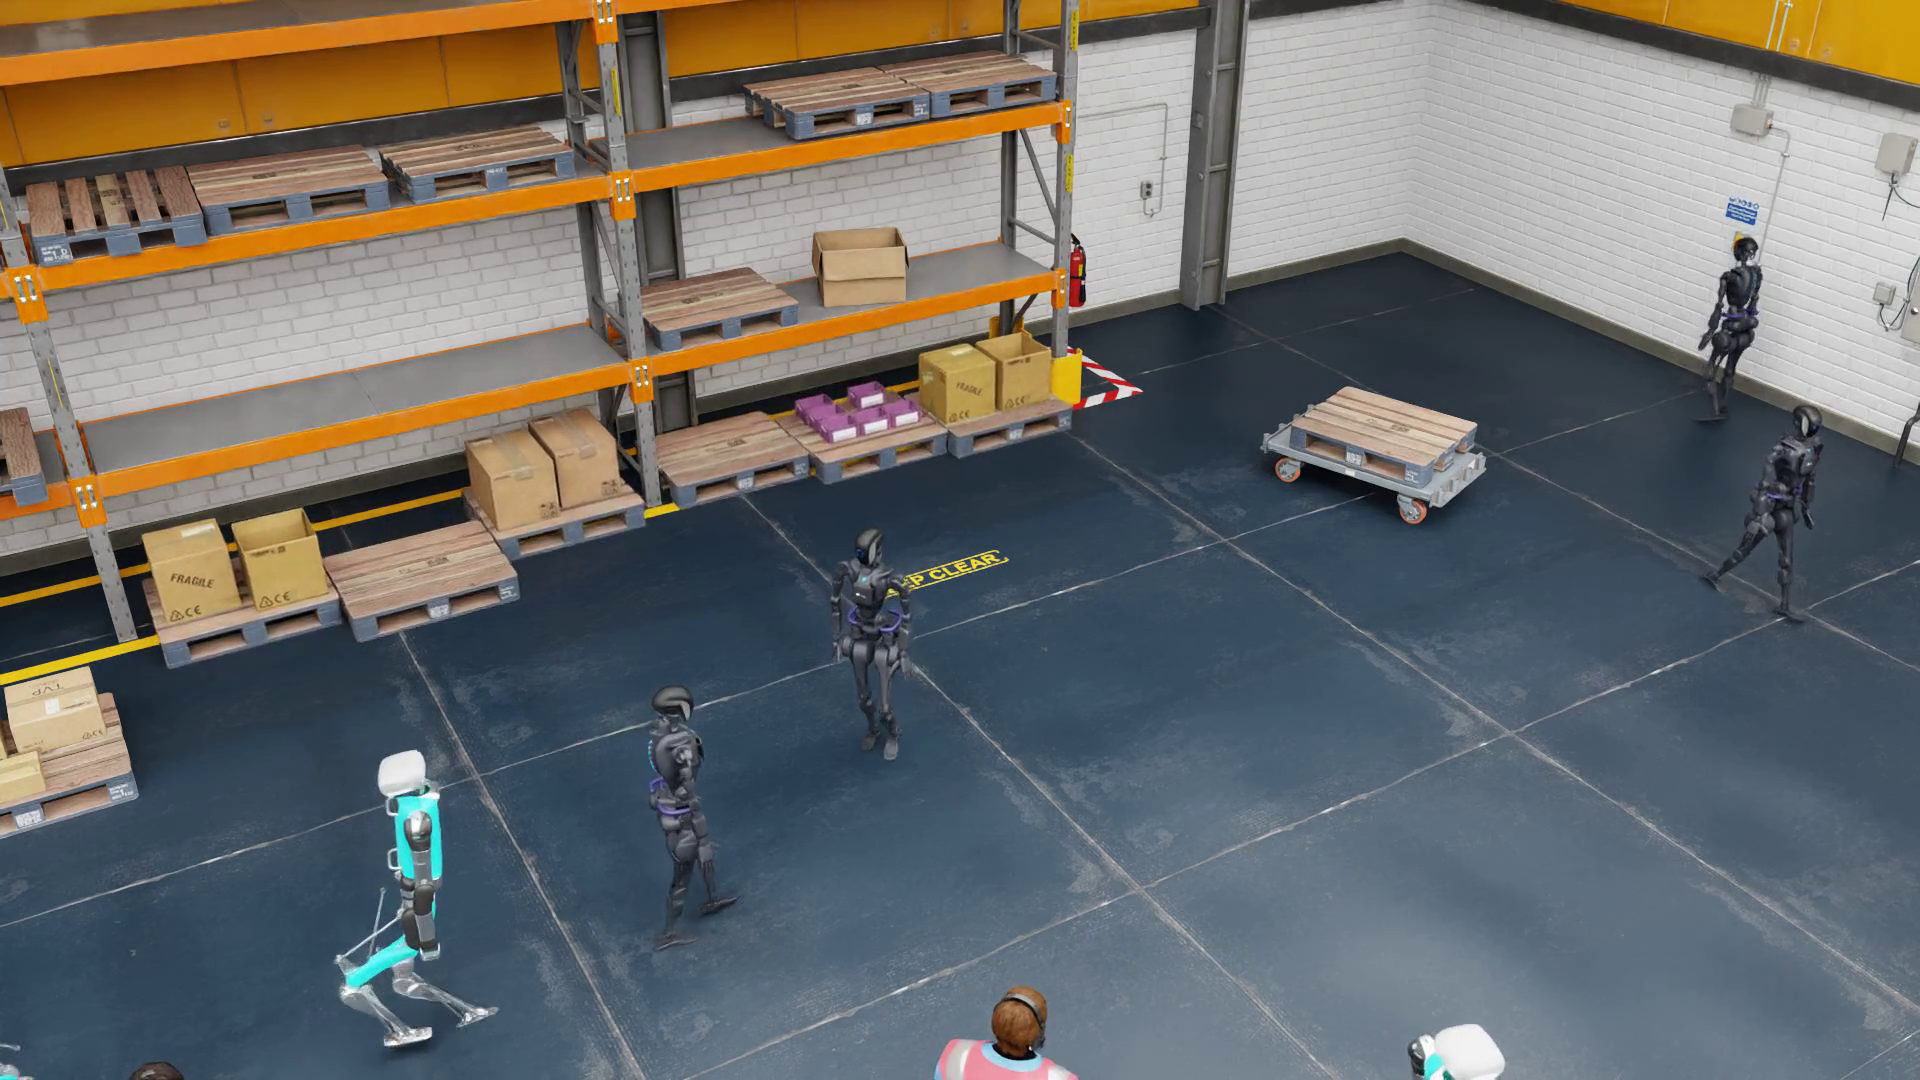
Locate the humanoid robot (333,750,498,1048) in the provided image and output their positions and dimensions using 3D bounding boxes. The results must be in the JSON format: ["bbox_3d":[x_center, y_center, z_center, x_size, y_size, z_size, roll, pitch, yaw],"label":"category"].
[{"bbox_3d":[-2.805,1.867,8.196,0.833,1.801,0.544,-10,31,-17],"label":"humanoid robot"}]

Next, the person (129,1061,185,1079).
[{"bbox_3d":[-2.906,2.775,6.438,0.536,1.872,0.415,-8,31,-14],"label":"person"}]

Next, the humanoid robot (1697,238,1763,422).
[{"bbox_3d":[6.925,-1.866,14.845,0.592,1.639,0.450,-15,33,-25],"label":"humanoid robot"}]

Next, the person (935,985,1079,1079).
[{"bbox_3d":[0.213,2.566,6.851,0.628,1.835,0.431,10,31,18],"label":"person"}]

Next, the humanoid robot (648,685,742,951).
[{"bbox_3d":[-1.459,1.470,8.952,0.583,1.638,0.602,-13,32,-22],"label":"humanoid robot"}]

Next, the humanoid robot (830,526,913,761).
[{"bbox_3d":[-0.544,0.635,10.411,0.589,1.647,0.377,11,31,19],"label":"humanoid robot"}]

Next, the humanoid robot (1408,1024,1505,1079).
[{"bbox_3d":[2.173,2.641,6.862,0.767,1.820,0.535,-13,32,-22],"label":"humanoid robot"}]

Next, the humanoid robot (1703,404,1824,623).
[{"bbox_3d":[5.900,-0.231,12.002,0.593,1.629,0.793,-13,32,-22],"label":"humanoid robot"}]

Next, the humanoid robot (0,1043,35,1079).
[{"bbox_3d":[-4.548,2.280,7.476,0.591,1.796,0.831,11,31,19],"label":"humanoid robot"}]
